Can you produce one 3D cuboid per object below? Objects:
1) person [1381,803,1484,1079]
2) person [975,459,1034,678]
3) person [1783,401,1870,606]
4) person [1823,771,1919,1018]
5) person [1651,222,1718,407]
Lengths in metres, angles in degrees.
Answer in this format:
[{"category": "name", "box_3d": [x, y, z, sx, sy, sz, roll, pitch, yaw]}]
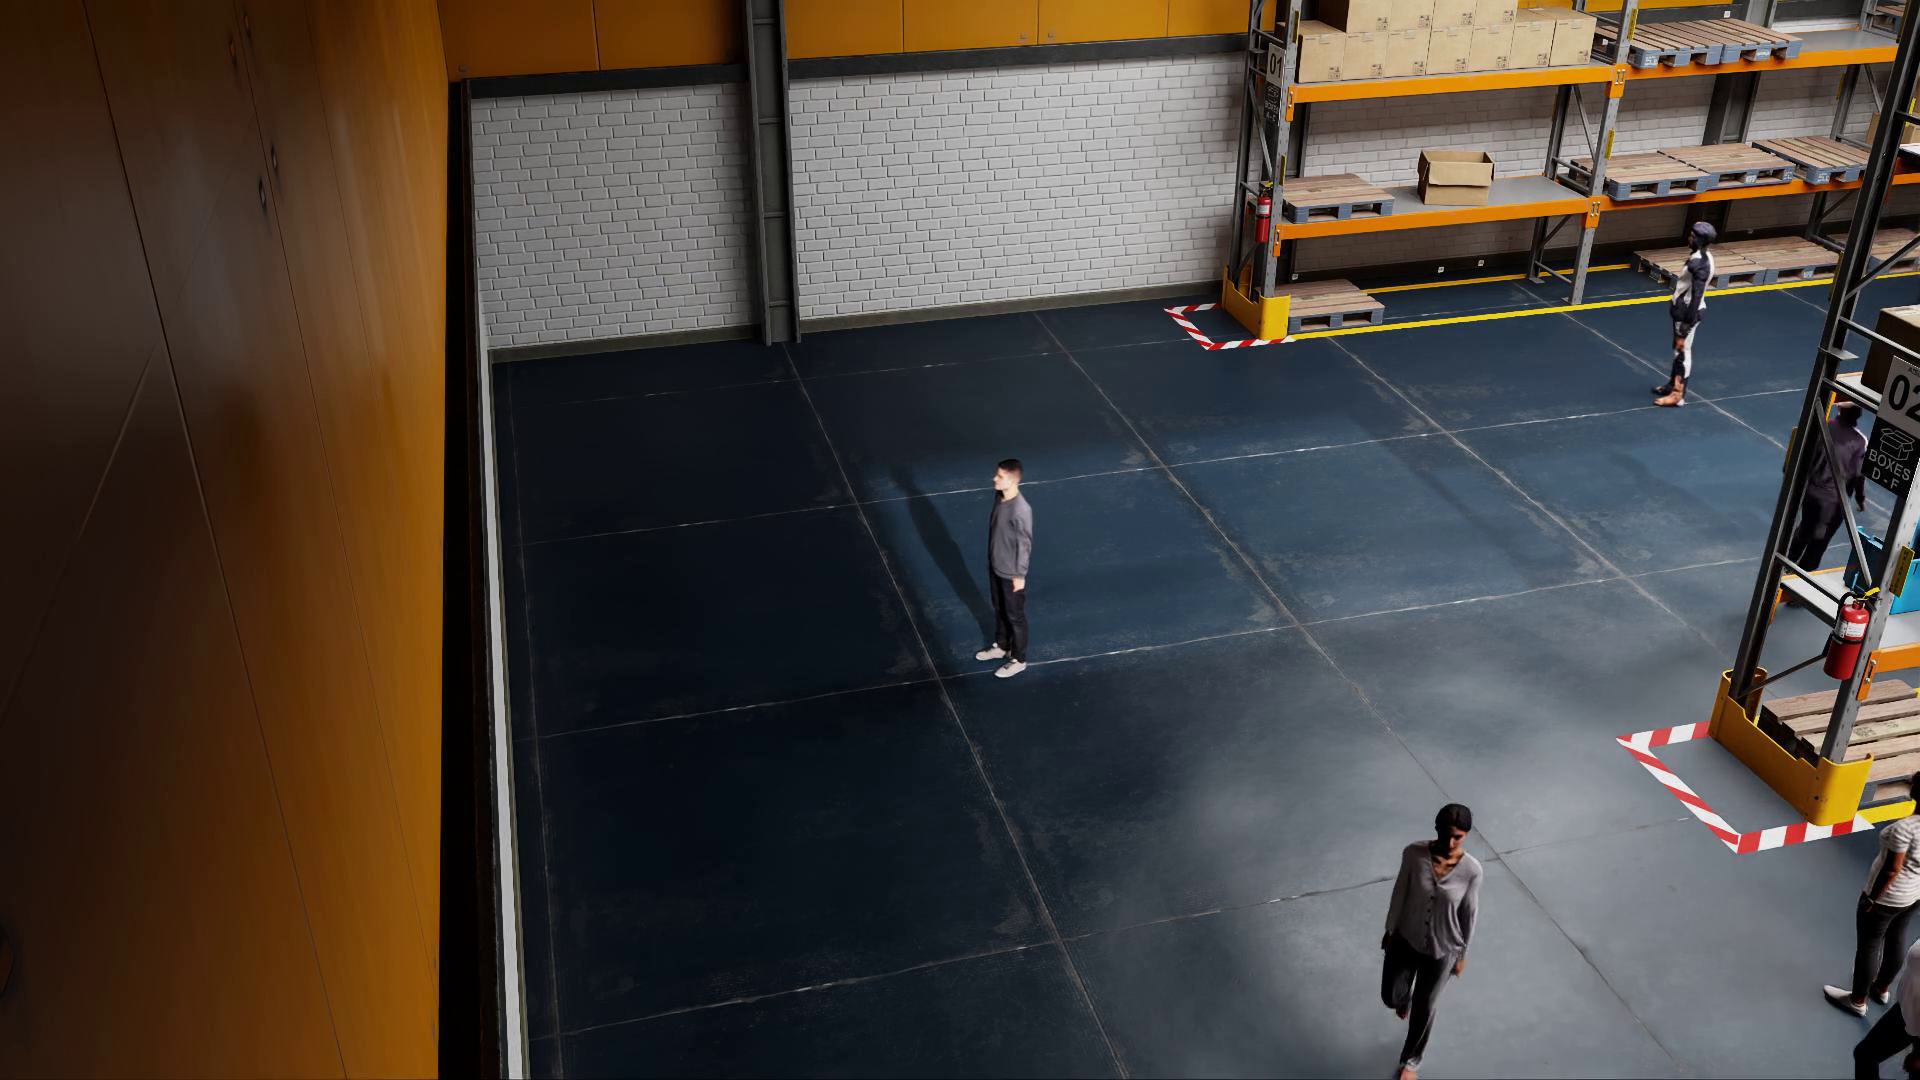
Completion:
[{"category": "person", "box_3d": [2.516, 2.098, 8.931, 0.867, 1.759, 0.913, 13, 31, 22]}, {"category": "person", "box_3d": [0.368, 0.189, 12.429, 0.604, 1.760, 0.656, -13, 31, -23]}, {"category": "person", "box_3d": [6.827, -0.294, 13.250, 0.728, 1.823, 0.745, -15, 32, -25]}, {"category": "person", "box_3d": [5.242, 1.962, 9.295, 0.526, 1.648, 0.670, -13, 31, -23]}, {"category": "person", "box_3d": [7.367, -2.288, 16.833, 0.793, 1.891, 0.780, 9, 30, 17]}]
